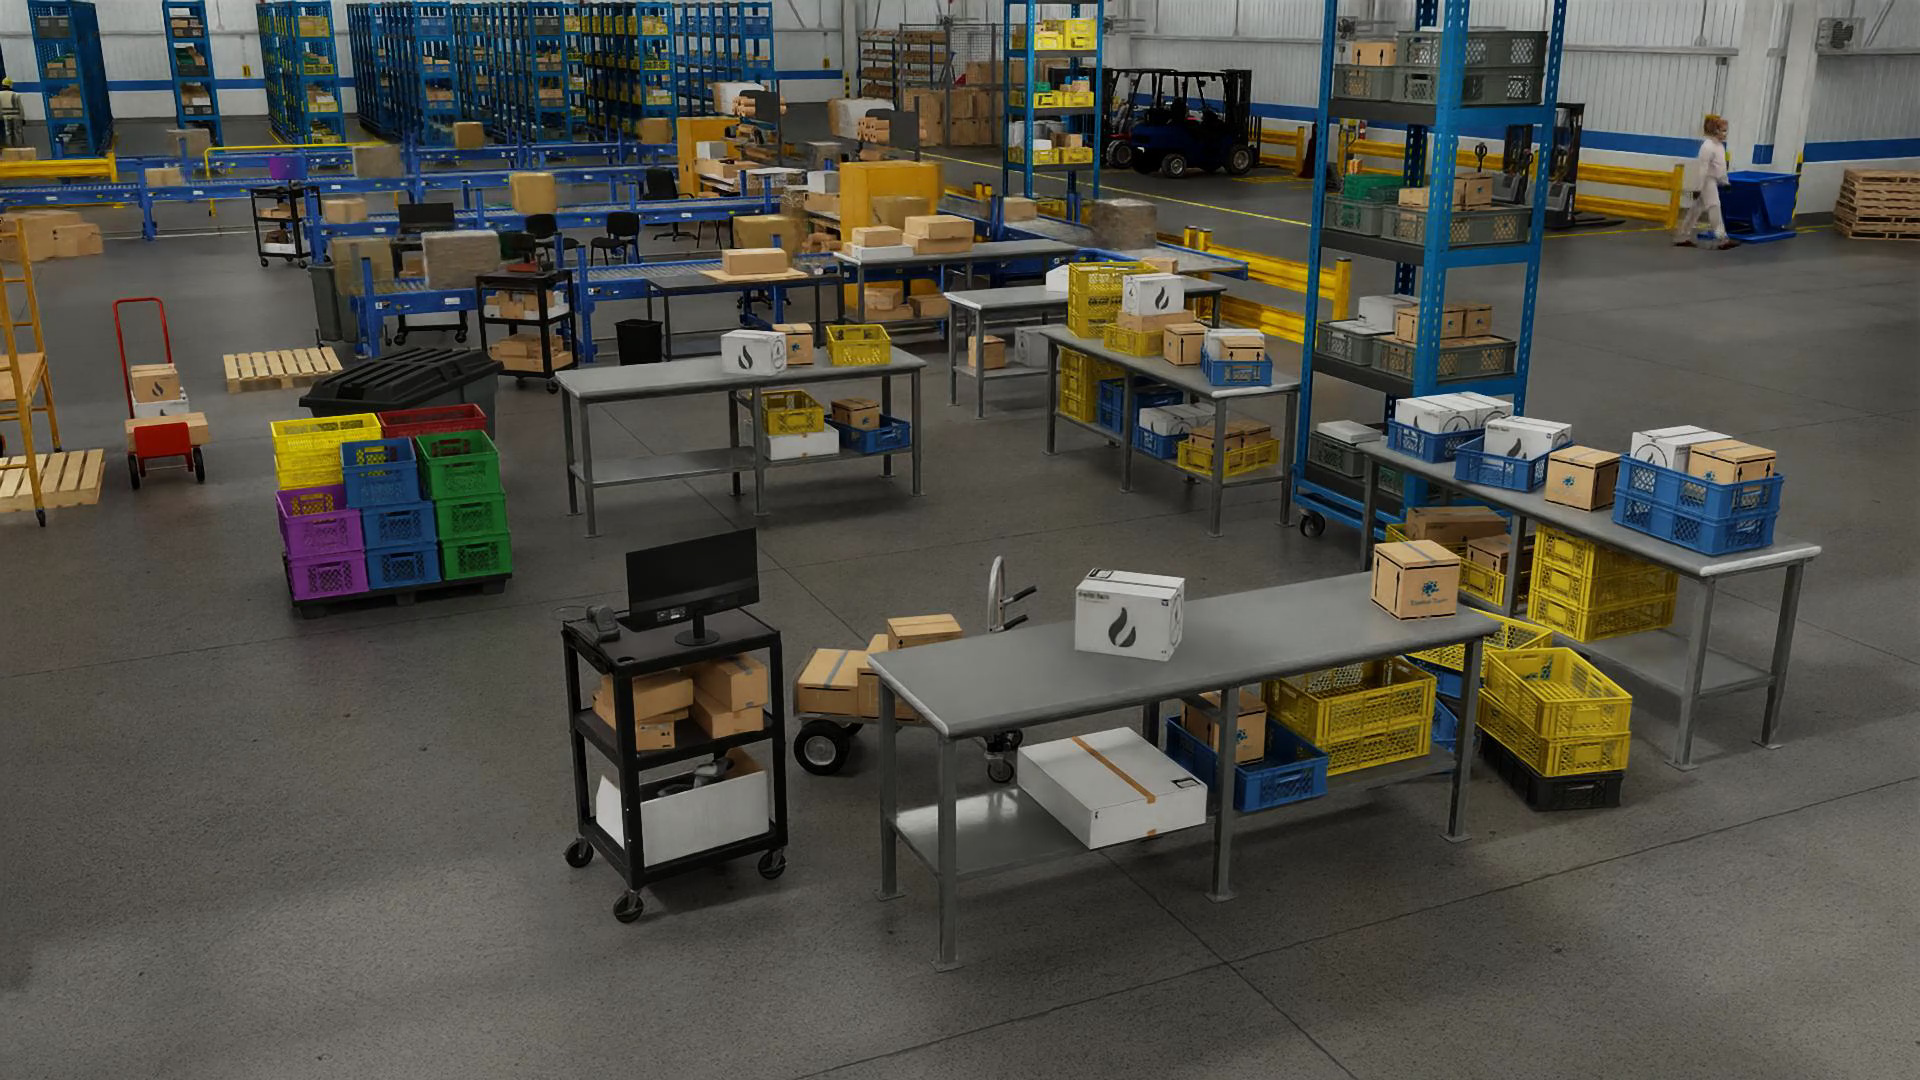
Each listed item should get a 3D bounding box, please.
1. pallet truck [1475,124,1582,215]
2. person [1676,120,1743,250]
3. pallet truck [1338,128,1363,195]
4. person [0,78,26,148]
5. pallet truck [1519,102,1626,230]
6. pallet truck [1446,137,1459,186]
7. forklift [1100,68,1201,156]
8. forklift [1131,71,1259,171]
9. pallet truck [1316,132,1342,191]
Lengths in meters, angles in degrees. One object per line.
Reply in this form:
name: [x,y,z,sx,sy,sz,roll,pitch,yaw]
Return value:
pallet truck: [9.707,-6.455,28.103,1.885,1.965,0.823,-7,19,-20]
person: [11.058,-5.186,24.338,0.965,1.856,0.642,11,20,30]
pallet truck: [7.845,-7.140,31.411,1.522,1.261,0.704,-9,20,-25]
person: [-22.989,-10.258,40.351,0.600,1.829,0.404,-1,18,-5]
pallet truck: [9.972,-6.037,26.785,1.885,1.965,0.823,-9,20,-25]
pallet truck: [9.184,-6.485,29.328,1.630,1.274,0.653,-8,19,-23]
forklift: [4.082,-9.564,37.410,2.680,1.987,1.157,-8,19,-23]
forklift: [4.998,-8.936,35.413,2.680,1.987,1.157,-9,20,-25]
pallet truck: [7.723,-7.504,32.656,1.601,1.201,0.680,-8,19,-23]
